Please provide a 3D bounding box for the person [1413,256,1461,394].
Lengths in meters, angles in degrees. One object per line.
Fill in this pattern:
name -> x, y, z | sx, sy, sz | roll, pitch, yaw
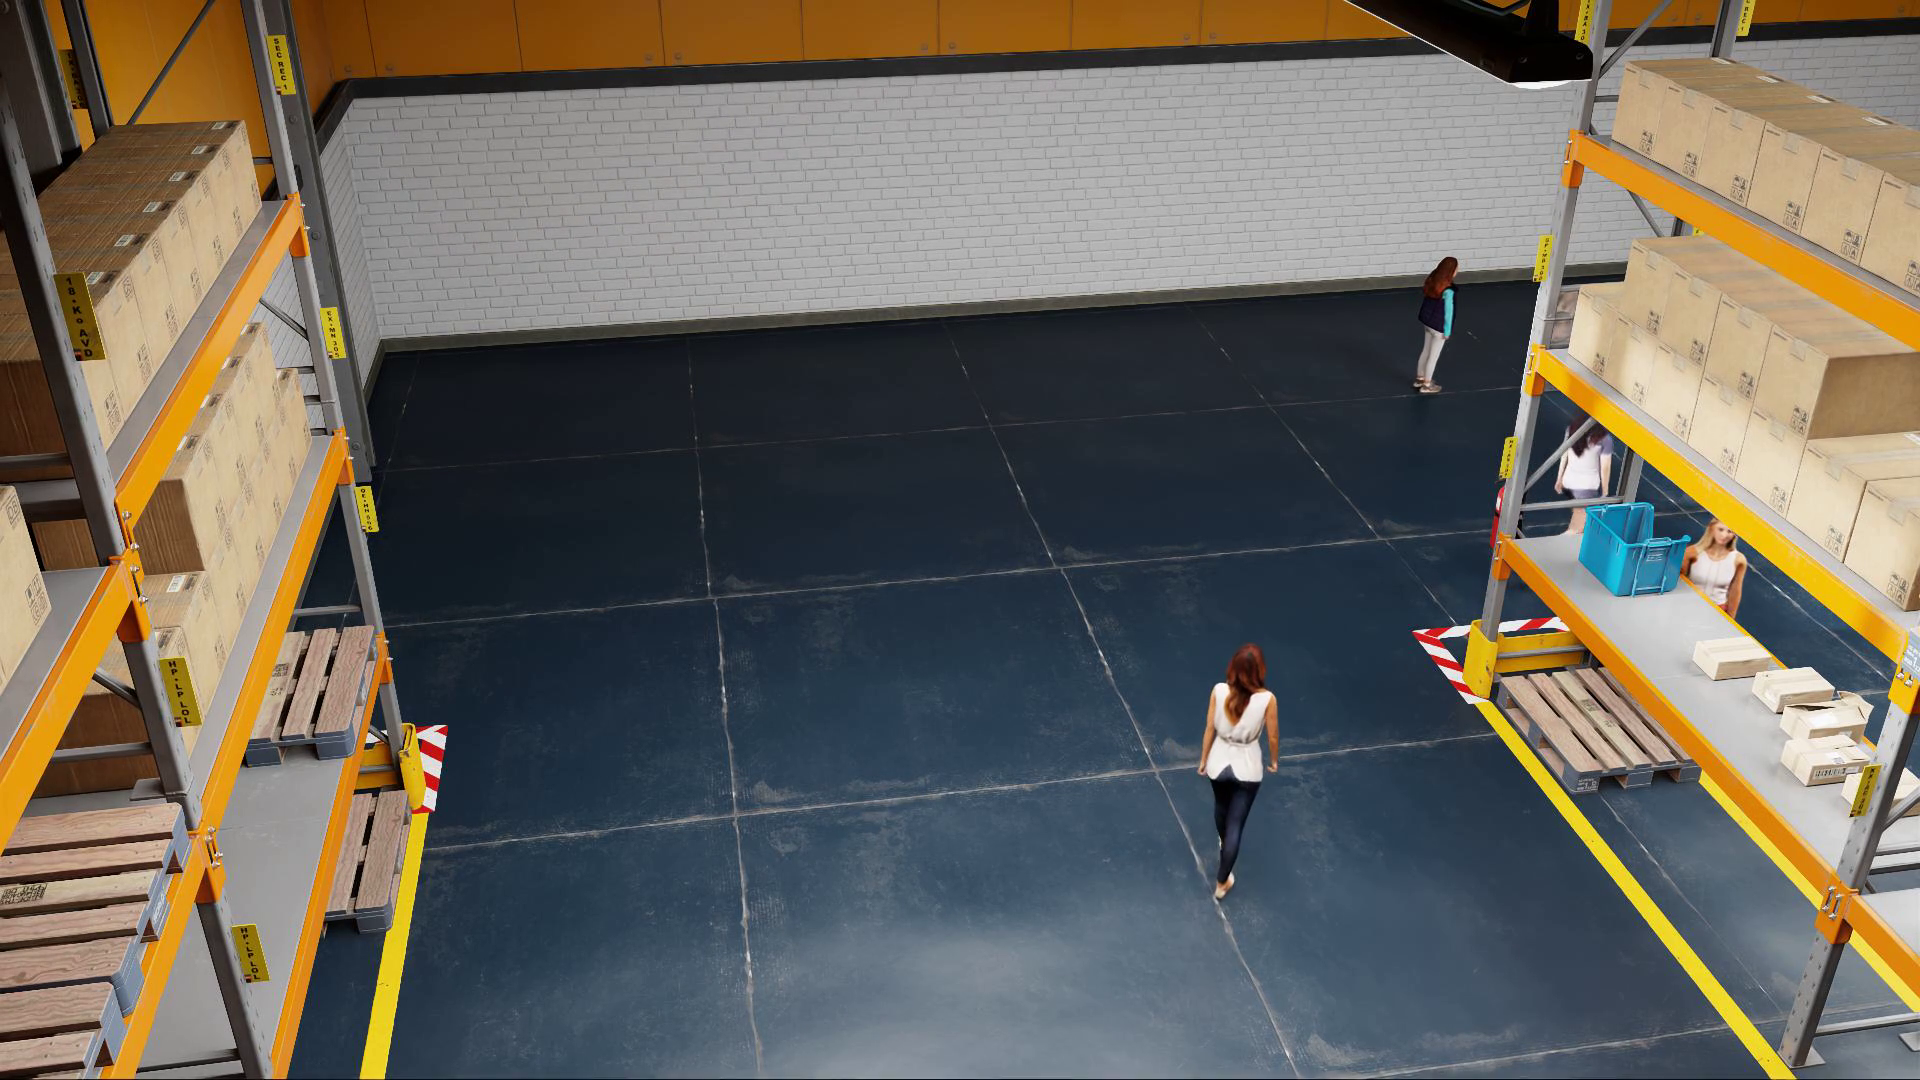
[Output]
person -> 5.033, -2.290, 17.602 | 0.640, 1.496, 0.521 | -7, 29, -13

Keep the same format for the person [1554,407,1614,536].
person -> 5.175, -0.426, 13.996 | 0.889, 1.677, 1.068 | -15, 32, -25

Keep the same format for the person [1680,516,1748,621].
person -> 5.345, 0.576, 12.031 | 0.722, 1.800, 0.748 | 9, 30, 17

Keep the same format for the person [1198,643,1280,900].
person -> 1.697, 1.488, 10.399 | 0.922, 1.760, 1.052 | 12, 31, 20
